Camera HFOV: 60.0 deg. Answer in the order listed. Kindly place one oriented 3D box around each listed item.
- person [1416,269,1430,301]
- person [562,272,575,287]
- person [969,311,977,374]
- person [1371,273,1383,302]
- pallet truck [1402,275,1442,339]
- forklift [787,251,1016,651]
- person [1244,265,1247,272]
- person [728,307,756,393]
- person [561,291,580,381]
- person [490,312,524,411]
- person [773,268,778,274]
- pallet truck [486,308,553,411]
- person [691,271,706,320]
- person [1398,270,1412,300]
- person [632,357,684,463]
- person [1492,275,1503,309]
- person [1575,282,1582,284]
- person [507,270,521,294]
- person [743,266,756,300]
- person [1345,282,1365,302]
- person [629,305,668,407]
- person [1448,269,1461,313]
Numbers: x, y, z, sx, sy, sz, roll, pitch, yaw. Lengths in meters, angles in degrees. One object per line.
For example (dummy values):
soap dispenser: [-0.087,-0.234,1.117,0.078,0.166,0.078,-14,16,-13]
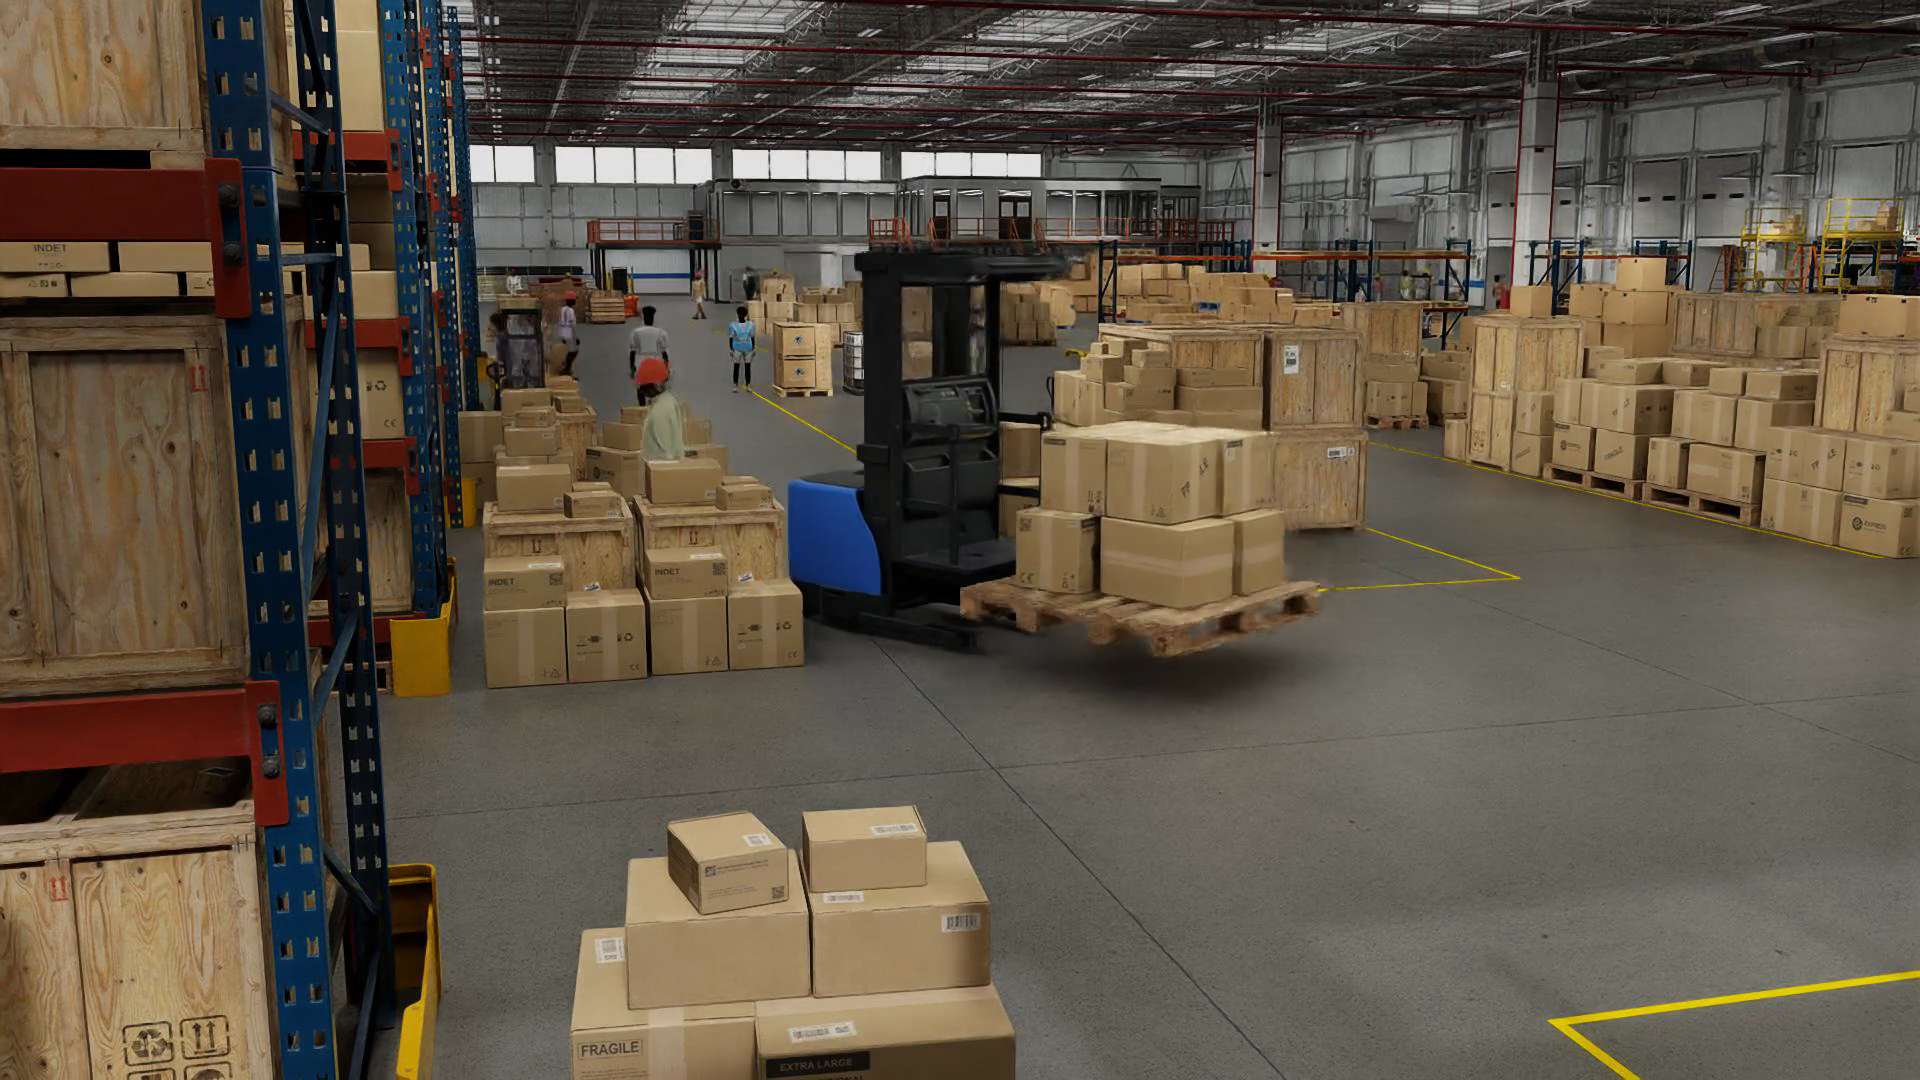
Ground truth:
person: [21.253,-11.563,76.585,0.573,1.857,0.949,-6,12,-32]
person: [-17.123,-10.872,72.935,0.551,1.738,0.750,-6,12,-31]
person: [0.090,-2.446,24.742,0.392,1.922,0.593,3,11,18]
person: [17.868,-10.563,71.305,0.532,1.729,0.927,6,12,31]
pallet truck: [14.620,-7.324,52.145,0.823,1.965,1.885,8,13,40]
forklift: [-0.340,-0.757,12.457,1.873,2.768,1.129,9,13,41]
person: [13.508,-12.030,78.801,0.378,1.995,0.609,0,10,1]
person: [-4.281,-3.743,32.720,0.540,1.694,0.317,-3,10,-16]
person: [-8.313,-4.348,35.521,0.423,1.923,0.565,-5,11,-26]
person: [-7.042,-2.611,25.875,1.066,1.855,0.698,-6,12,-30]
person: [-8.278,-11.319,75.121,0.592,1.865,1.013,-4,11,-22]
pallet truck: [-6.242,-2.418,24.362,0.823,1.965,1.885,1,10,3]
person: [-10.270,-9.602,65.381,0.558,1.893,1.019,4,11,22]
person: [20.124,-11.363,75.526,0.852,1.812,0.660,-8,13,-37]
person: [-2.403,-0.570,14.012,0.786,1.954,0.636,0,10,2]
person: [23.161,-10.550,71.407,0.729,1.656,0.540,-4,11,-22]
person: [18.323,-6.711,49.128,0.951,1.842,0.595,2,10,12]
person: [-19.951,-11.173,74.425,0.591,1.835,0.970,-2,10,-11]
person: [-9.616,-11.591,76.183,0.642,2.000,0.760,7,12,36]
person: [11.513,-6.593,48.448,0.627,1.844,0.429,-2,10,-9]
person: [-4.891,-2.721,26.204,0.602,1.954,0.443,-2,10,-9]
person: [21.368,-10.774,71.948,0.553,1.914,0.827,0,10,-1]
